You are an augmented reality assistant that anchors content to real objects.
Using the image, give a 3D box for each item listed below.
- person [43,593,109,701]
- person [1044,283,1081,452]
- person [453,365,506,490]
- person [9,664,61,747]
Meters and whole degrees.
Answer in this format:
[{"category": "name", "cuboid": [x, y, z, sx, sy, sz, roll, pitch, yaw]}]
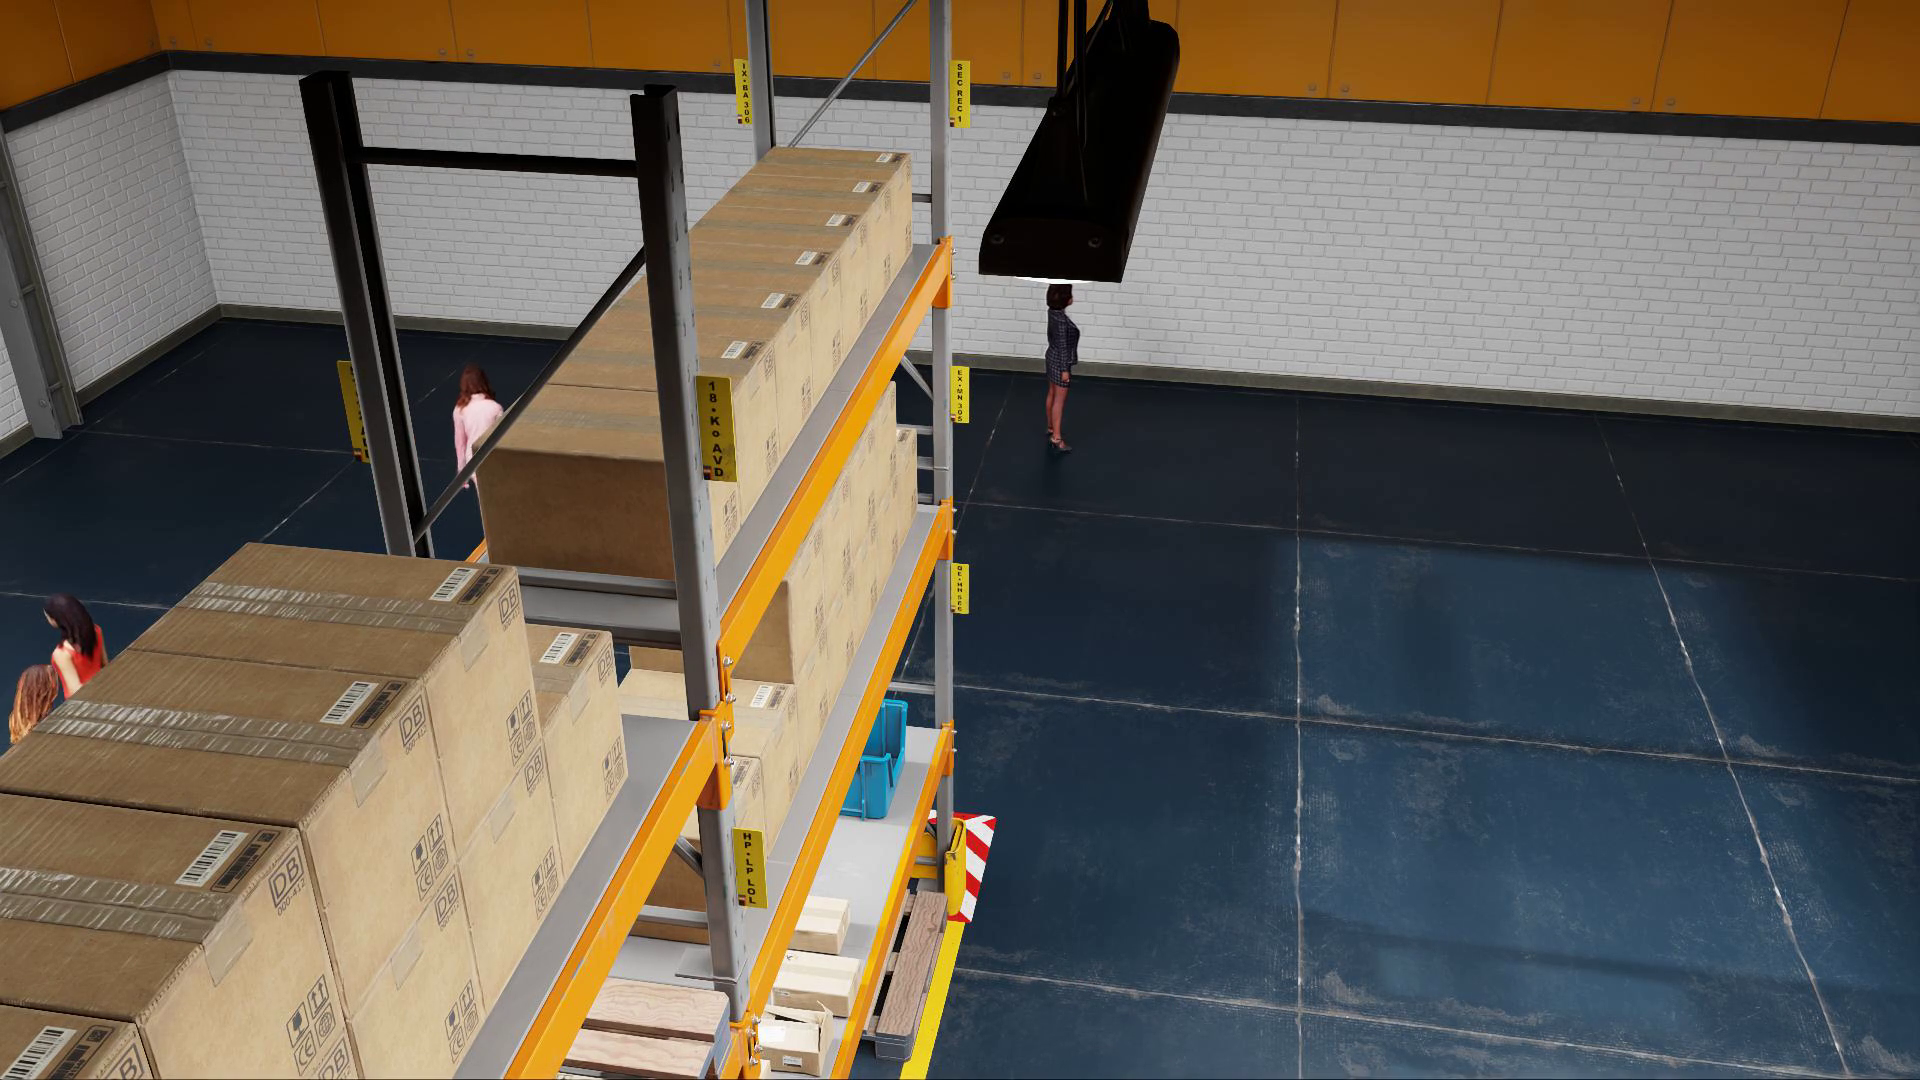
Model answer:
[{"category": "person", "cuboid": [-5.645, 1.096, 10.865, 0.646, 1.723, 0.450, 3, 29, 6]}, {"category": "person", "cuboid": [0.953, -1.691, 15.996, 0.755, 1.702, 0.605, -5, 29, -9]}, {"category": "person", "cuboid": [-3.937, -0.532, 13.813, 0.743, 1.758, 1.139, 0, 29, 1]}, {"category": "person", "cuboid": [-5.489, 1.580, 9.965, 0.751, 1.735, 0.965, 9, 30, 16]}]
